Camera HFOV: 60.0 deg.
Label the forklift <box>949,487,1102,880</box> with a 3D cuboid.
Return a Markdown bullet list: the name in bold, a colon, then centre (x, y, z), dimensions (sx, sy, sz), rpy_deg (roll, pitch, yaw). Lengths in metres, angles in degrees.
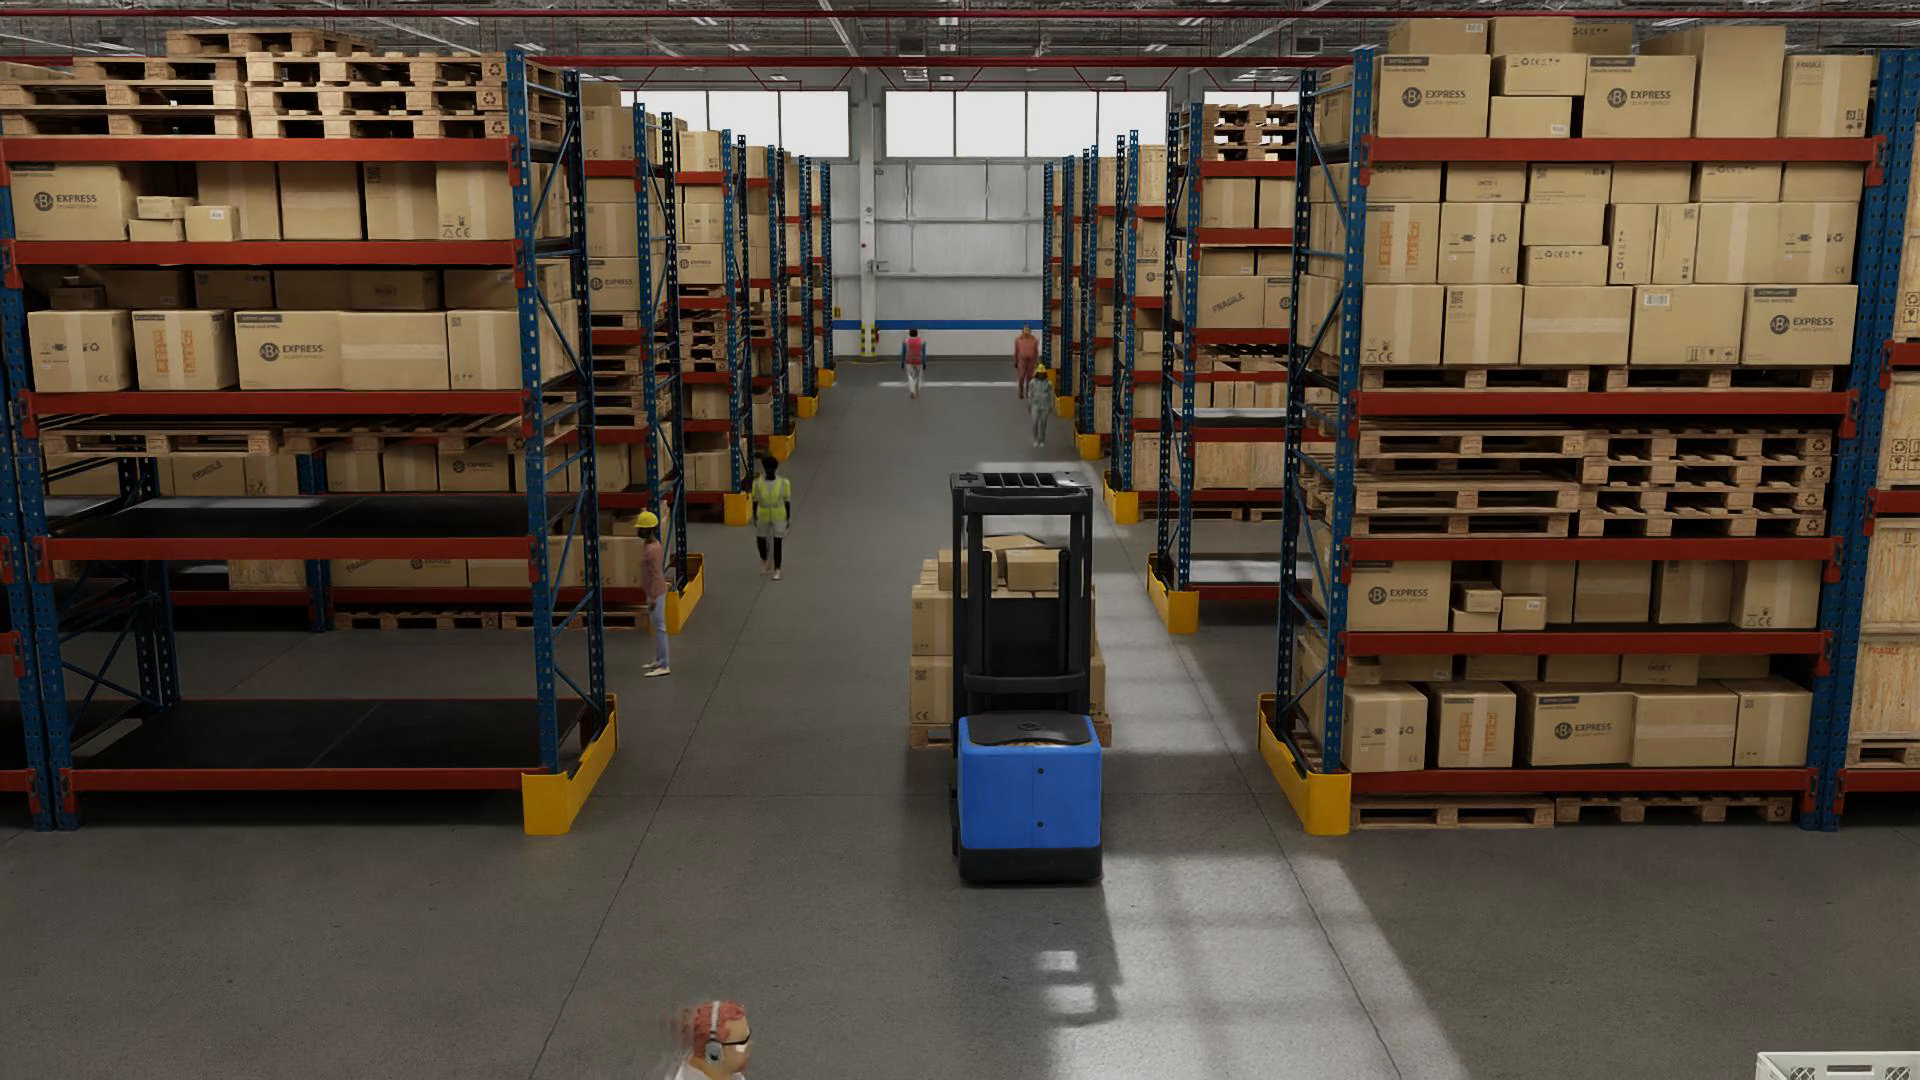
- **forklift**: centre (0.495, 0.986, 12.813), dimensions (1.129, 2.768, 1.873), rpy_deg (0, 11, -2)

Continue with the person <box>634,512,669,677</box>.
- **person**: centre (-3.267, 0.570, 17.647), dimensions (0.328, 1.769, 0.526), rpy_deg (-2, 12, -11)

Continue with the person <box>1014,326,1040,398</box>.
- **person**: centre (1.739, -4.580, 42.930), dimensions (0.647, 1.870, 0.925), rpy_deg (-1, 11, -3)

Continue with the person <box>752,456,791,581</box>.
- **person**: centre (-2.505, -0.289, 22.112), dimensions (0.538, 1.688, 0.363), rpy_deg (0, 11, 0)

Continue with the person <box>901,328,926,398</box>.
- **person**: centre (-1.194, -4.593, 43.110), dimensions (0.643, 1.820, 0.746), rpy_deg (-2, 12, -8)

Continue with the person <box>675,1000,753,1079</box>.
- **person**: centre (-0.907, 2.735, 6.703), dimensions (1.014, 1.852, 0.674), rpy_deg (1, 11, 4)

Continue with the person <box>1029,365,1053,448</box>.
- **person**: centre (1.663, -2.722, 34.069), dimensions (0.508, 1.709, 0.798), rpy_deg (0, 11, -1)
